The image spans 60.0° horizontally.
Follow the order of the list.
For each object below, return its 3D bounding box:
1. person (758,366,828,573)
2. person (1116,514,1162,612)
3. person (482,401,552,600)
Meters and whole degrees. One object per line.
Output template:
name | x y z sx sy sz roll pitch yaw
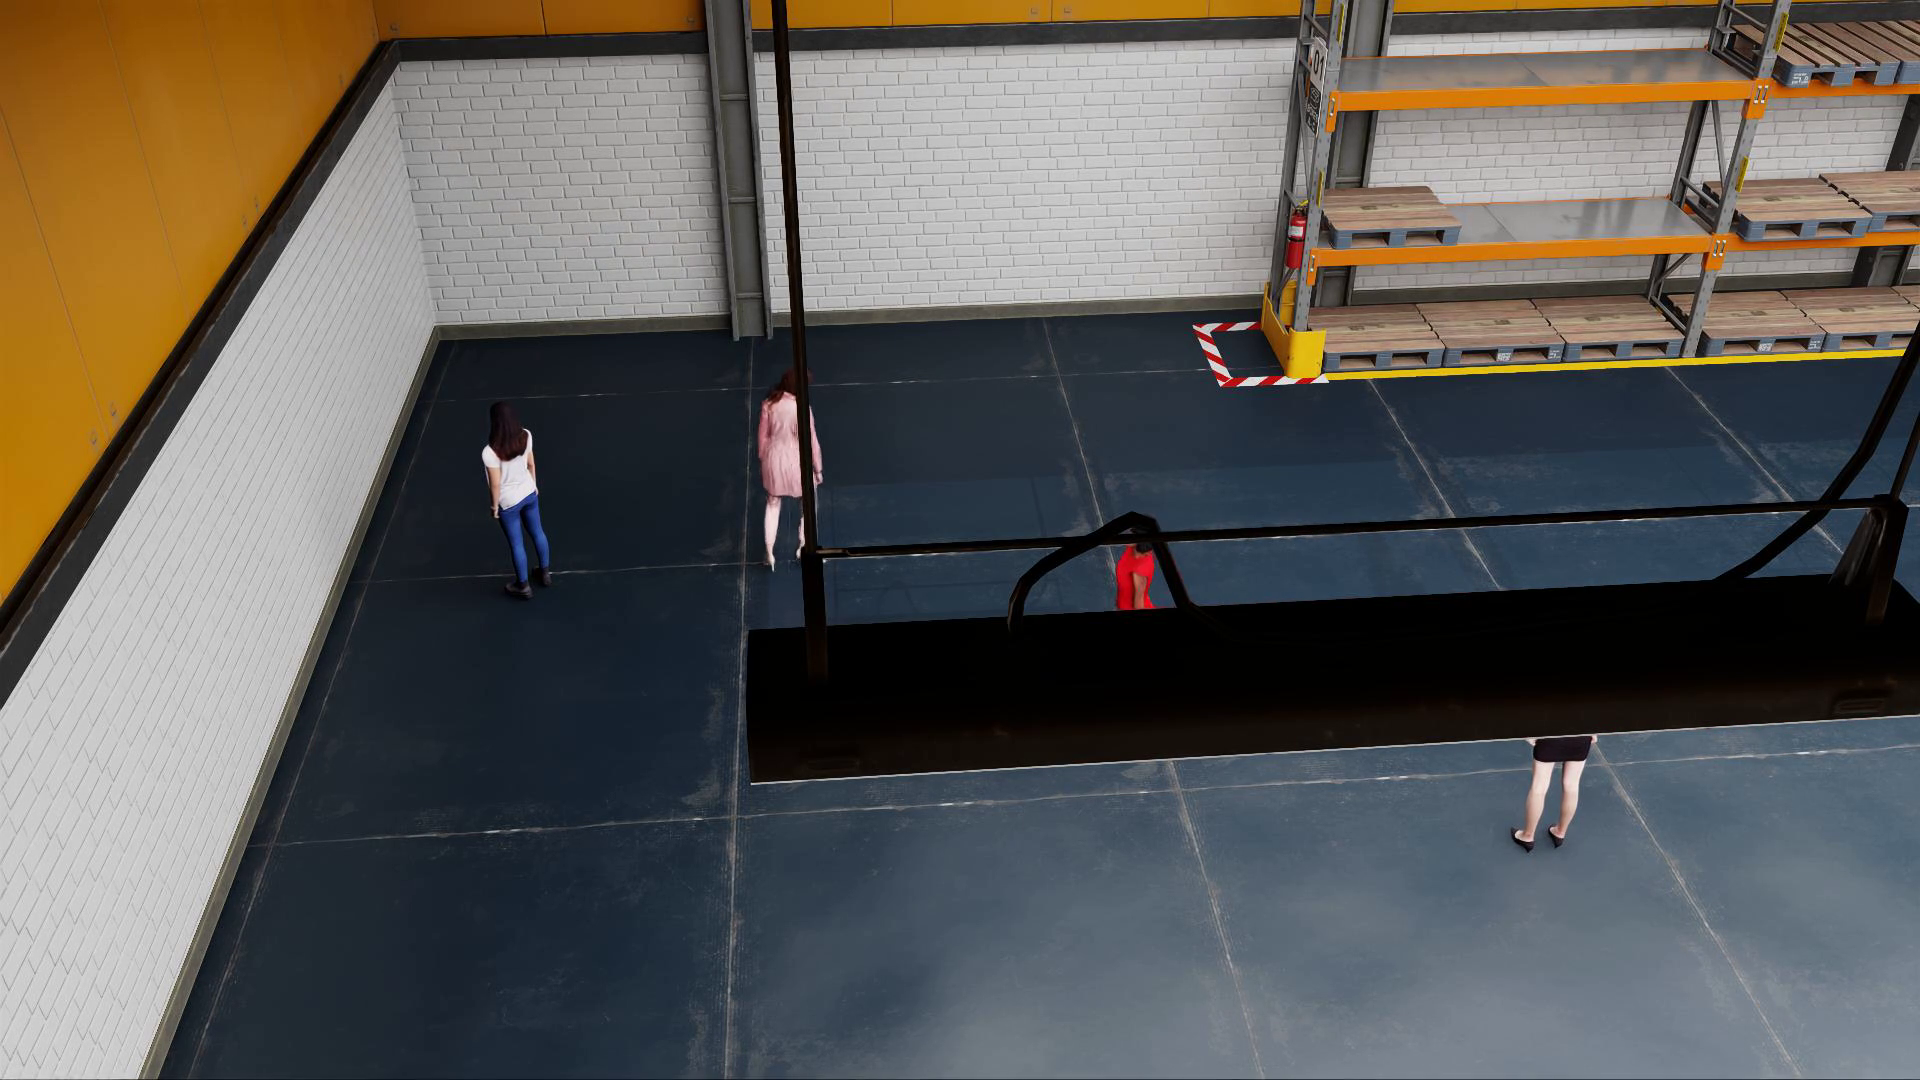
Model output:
person | -1.349 -0.538 13.042 0.706 1.774 0.844 1 34 2
person | 1.202 0.567 11.408 0.516 1.743 0.583 0 34 0
person | -3.401 -0.303 12.769 0.722 1.685 0.675 22 39 29
